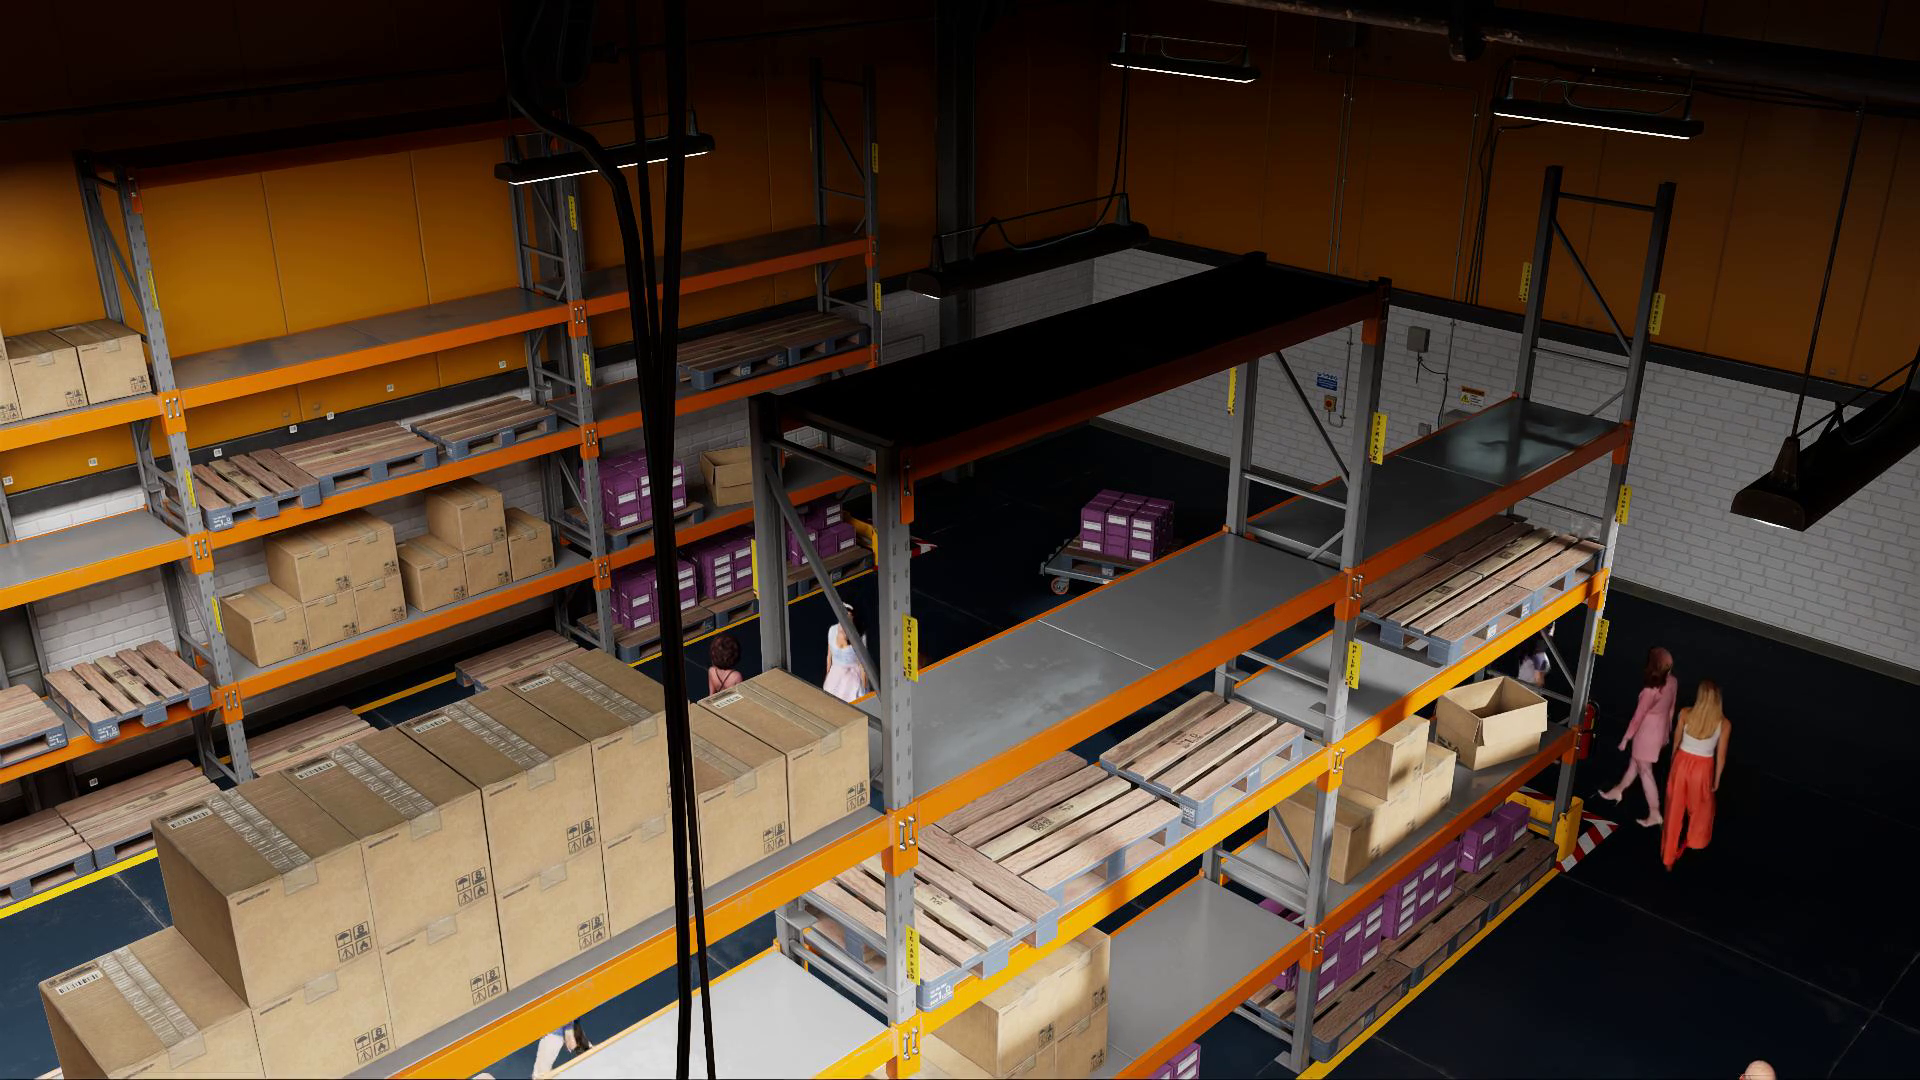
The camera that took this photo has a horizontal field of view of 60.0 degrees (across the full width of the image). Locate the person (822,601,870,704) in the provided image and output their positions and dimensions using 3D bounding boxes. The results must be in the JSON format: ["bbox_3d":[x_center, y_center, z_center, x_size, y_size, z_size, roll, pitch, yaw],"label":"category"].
[{"bbox_3d":[-1.054,1.374,15.977,0.832,1.803,0.910,8,25,17],"label":"person"}]

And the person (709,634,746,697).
[{"bbox_3d":[-2.109,1.684,15.286,0.622,1.790,0.635,11,26,23],"label":"person"}]

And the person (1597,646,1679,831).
[{"bbox_3d":[6.272,1.825,14.991,0.929,1.769,0.789,-16,28,-32],"label":"person"}]

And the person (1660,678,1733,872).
[{"bbox_3d":[6.322,2.071,14.417,0.738,1.777,1.039,15,28,31],"label":"person"}]
